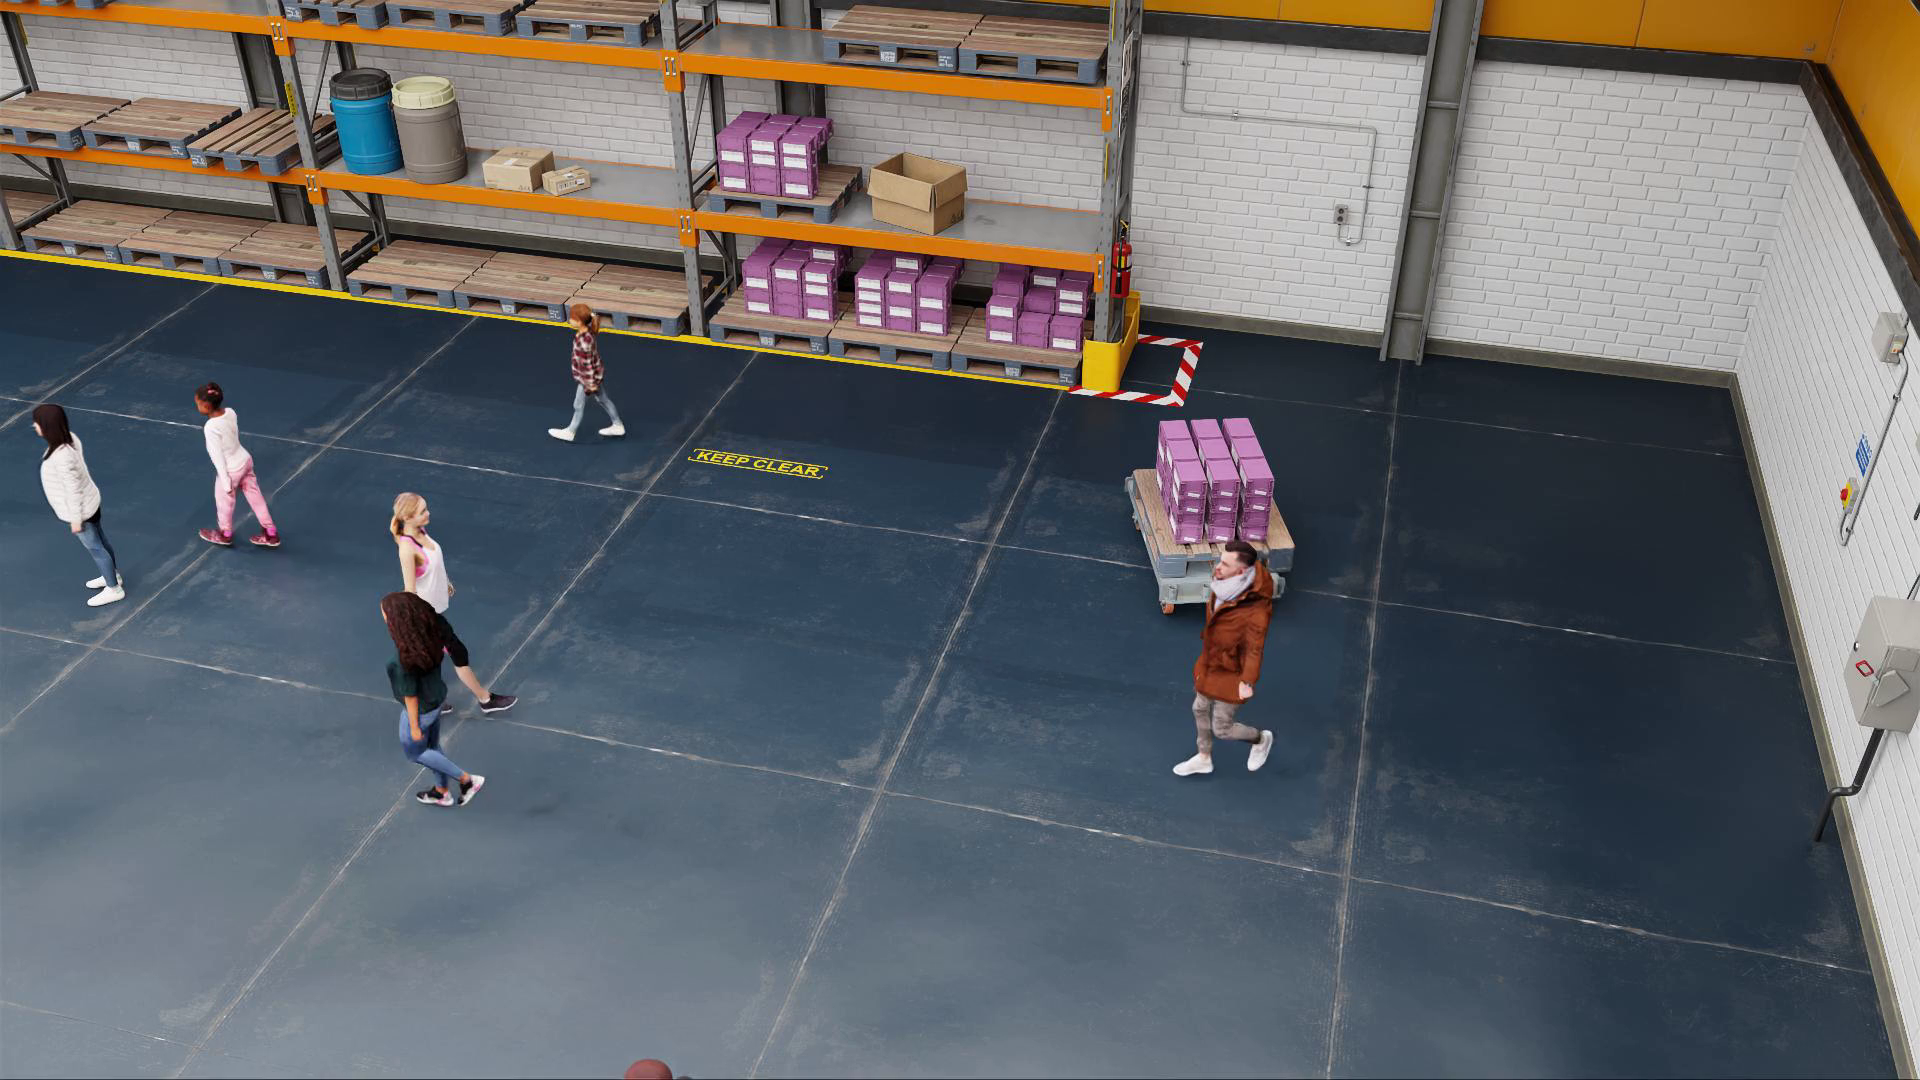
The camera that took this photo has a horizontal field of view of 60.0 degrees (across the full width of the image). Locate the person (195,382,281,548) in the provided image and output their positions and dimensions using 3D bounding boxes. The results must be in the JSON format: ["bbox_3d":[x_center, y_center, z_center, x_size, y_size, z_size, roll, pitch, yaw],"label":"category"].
[{"bbox_3d":[-5.556,-0.559,12.867,0.855,1.431,0.582,7,34,10],"label":"person"}]

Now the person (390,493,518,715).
[{"bbox_3d":[-3.625,0.466,11.022,1.051,1.767,0.863,-5,34,-7],"label":"person"}]

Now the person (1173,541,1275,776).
[{"bbox_3d":[1.750,0.786,10.488,1.037,1.823,0.963,-13,36,-18],"label":"person"}]

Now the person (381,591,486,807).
[{"bbox_3d":[-3.250,1.031,10.320,0.756,1.602,0.642,3,34,5],"label":"person"}]

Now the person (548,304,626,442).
[{"bbox_3d":[-3.120,-1.423,14.310,0.911,1.273,0.672,-2,34,-3],"label":"person"}]

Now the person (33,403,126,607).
[{"bbox_3d":[-6.491,-0.280,12.260,0.741,1.638,0.701,-14,36,-20],"label":"person"}]

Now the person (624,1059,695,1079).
[{"bbox_3d":[-1.240,2.899,7.314,0.610,1.819,0.708,12,35,17],"label":"person"}]
